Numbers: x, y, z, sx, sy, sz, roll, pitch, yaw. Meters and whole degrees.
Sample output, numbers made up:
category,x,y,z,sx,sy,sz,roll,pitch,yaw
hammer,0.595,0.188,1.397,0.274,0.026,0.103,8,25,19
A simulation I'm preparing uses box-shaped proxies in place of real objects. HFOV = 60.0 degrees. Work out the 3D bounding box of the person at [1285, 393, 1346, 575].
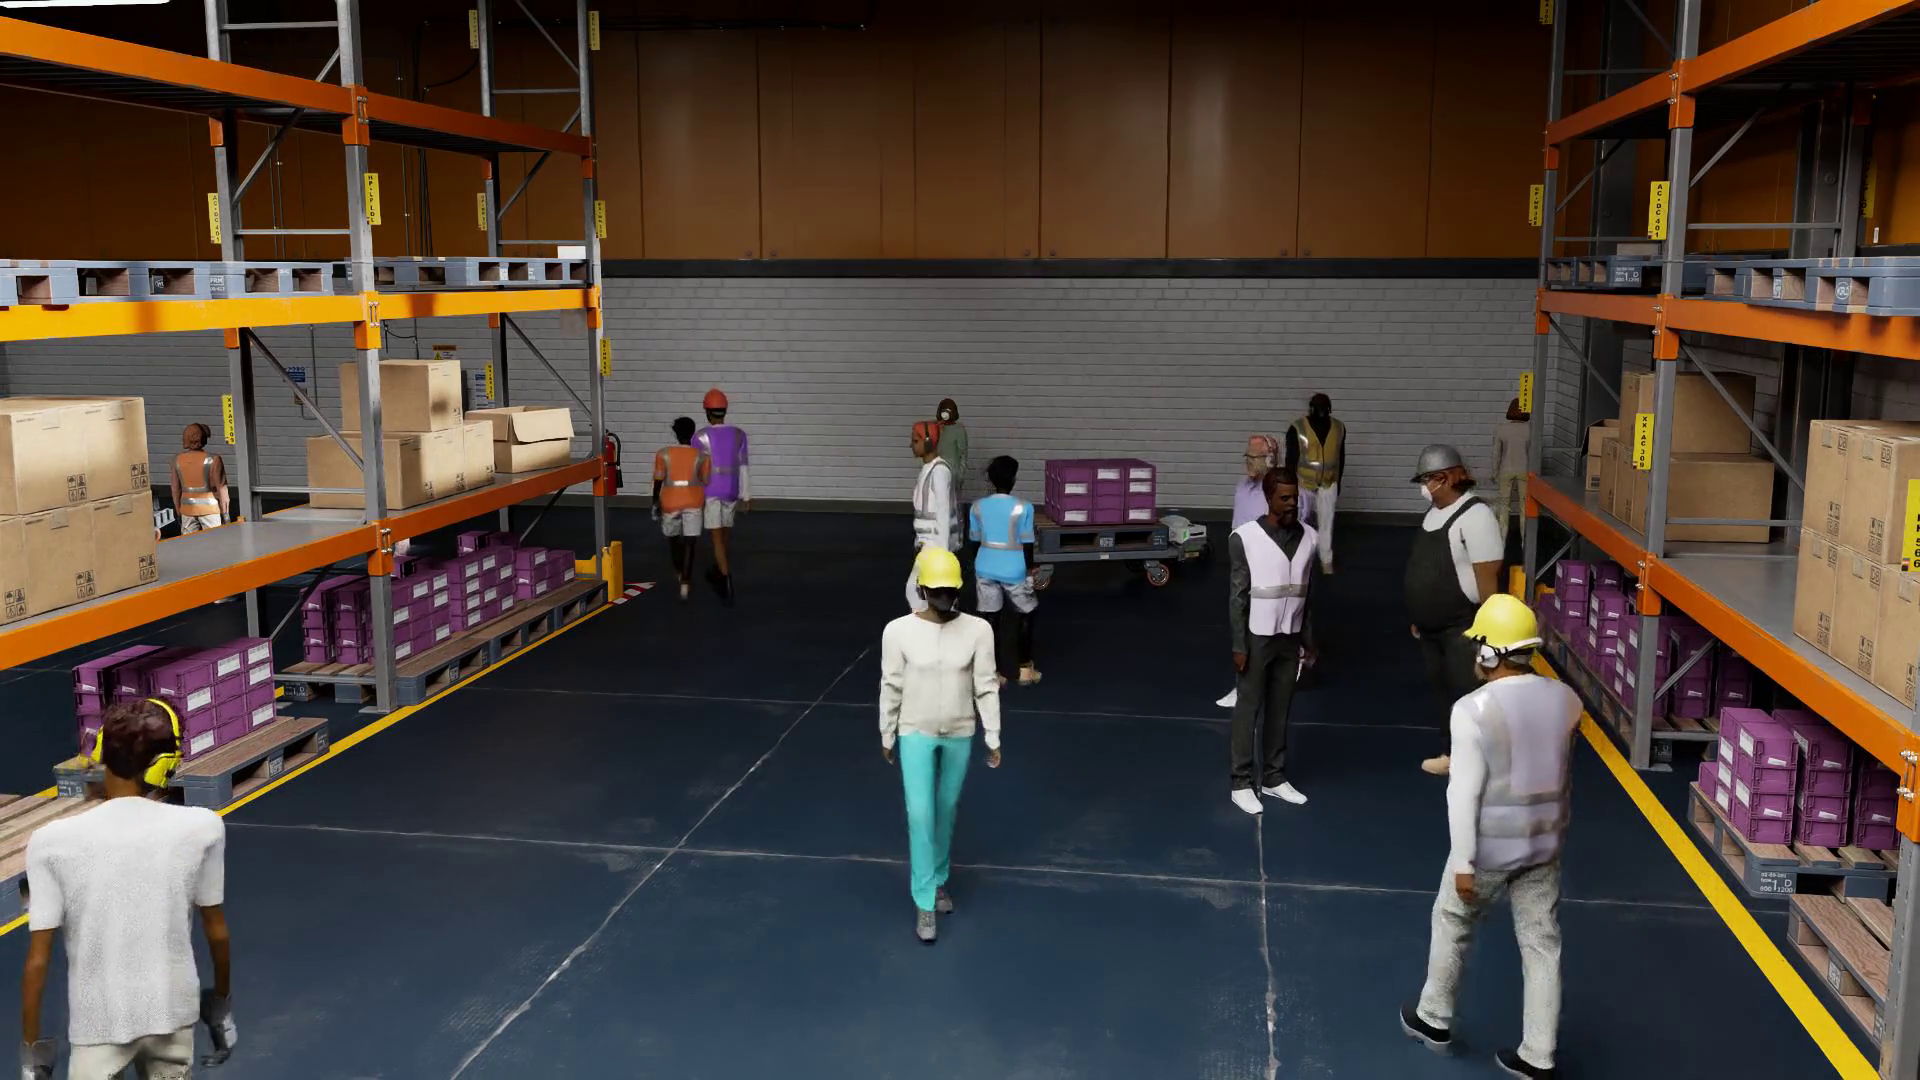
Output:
category,x,y,z,sx,sy,sz,roll,pitch,yaw
person,3.540,-0.593,16.694,0.634,1.796,0.960,-1,9,-4

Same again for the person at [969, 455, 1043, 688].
category,x,y,z,sx,sy,sz,roll,pitch,yaw
person,0.352,0.225,11.914,0.554,1.682,0.568,5,11,29

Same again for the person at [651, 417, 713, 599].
category,x,y,z,sx,sy,sz,roll,pitch,yaw
person,-2.559,-0.310,15.387,0.578,1.627,0.909,0,9,0

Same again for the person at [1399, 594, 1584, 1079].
category,x,y,z,sx,sy,sz,roll,pitch,yaw
person,1.984,1.091,6.239,0.600,1.807,0.797,-3,10,-20

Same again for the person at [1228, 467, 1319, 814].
category,x,y,z,sx,sy,sz,roll,pitch,yaw
person,1.737,0.542,9.283,0.588,1.920,0.398,-5,11,-29

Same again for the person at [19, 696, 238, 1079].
category,x,y,z,sx,sy,sz,roll,pitch,yaw
person,-2.290,1.355,4.546,0.618,1.829,0.462,-6,11,-34

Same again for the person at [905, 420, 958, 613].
category,x,y,z,sx,sy,sz,roll,pitch,yaw
person,-0.252,0.026,12.622,0.595,1.862,0.605,-2,9,-9

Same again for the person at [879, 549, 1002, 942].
category,x,y,z,sx,sy,sz,roll,pitch,yaw
person,-0.071,0.912,7.517,0.541,1.737,0.767,-2,9,-14

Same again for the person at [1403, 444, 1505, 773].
category,x,y,z,sx,sy,sz,roll,pitch,yaw
person,2.880,0.406,9.741,0.540,2.000,0.804,-2,9,-14

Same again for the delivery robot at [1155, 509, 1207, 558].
category,x,y,z,sx,sy,sz,roll,pitch,yaw
delivery robot,2.187,-0.075,16.992,0.477,0.478,0.707,-6,11,-33

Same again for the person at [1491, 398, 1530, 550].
category,x,y,z,sx,sy,sz,roll,pitch,yaw
person,5.953,-0.704,17.838,0.501,1.633,0.285,3,10,19

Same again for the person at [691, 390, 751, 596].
category,x,y,z,sx,sy,sz,roll,pitch,yaw
person,-2.256,-0.444,15.507,0.555,1.894,0.967,-5,11,-29

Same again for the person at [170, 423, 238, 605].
category,x,y,z,sx,sy,sz,roll,pitch,yaw
person,-6.777,-0.225,14.868,0.513,1.641,0.309,1,9,5

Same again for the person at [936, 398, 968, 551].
category,x,y,z,sx,sy,sz,roll,pitch,yaw
person,-0.136,-0.702,17.820,0.505,1.636,0.277,8,12,42

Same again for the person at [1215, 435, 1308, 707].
category,x,y,z,sx,sy,sz,roll,pitch,yaw
person,2.124,0.200,11.513,0.781,1.882,0.647,-4,10,-24

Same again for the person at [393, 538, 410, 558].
category,x,y,z,sx,sy,sz,roll,pitch,yaw
person,-5.583,-0.626,16.247,0.396,1.992,0.623,-3,10,-18
